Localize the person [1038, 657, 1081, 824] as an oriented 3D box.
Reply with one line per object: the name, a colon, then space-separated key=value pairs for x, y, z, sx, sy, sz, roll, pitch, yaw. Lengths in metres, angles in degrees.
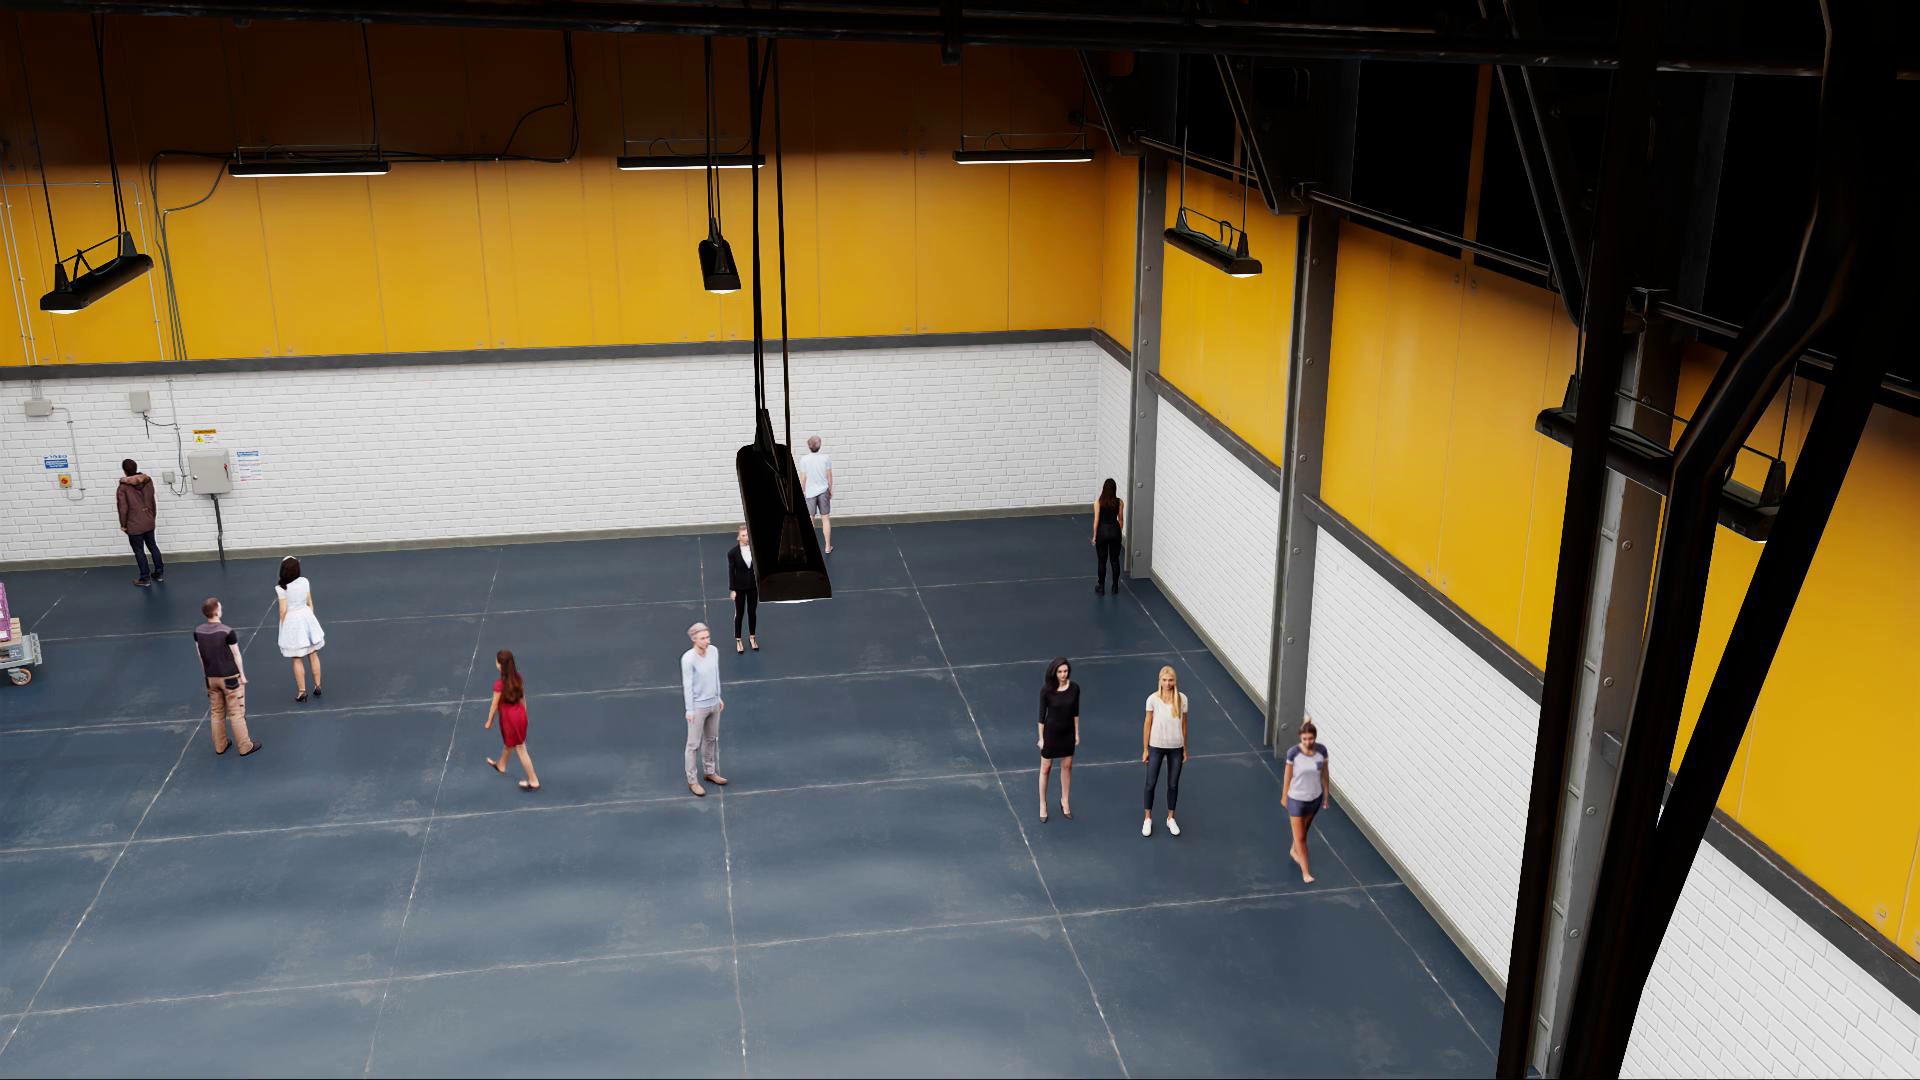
person: x=1.014 y=2.032 z=17.059 sx=0.589 sy=1.805 sz=0.502 roll=-4 pitch=19 yaw=-12

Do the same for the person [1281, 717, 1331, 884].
person: x=3.305 y=2.463 z=16.118 sx=0.609 sy=1.588 sz=0.970 roll=-4 pitch=19 yaw=-12

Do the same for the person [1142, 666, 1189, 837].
person: x=2.072 y=2.116 z=16.802 sx=0.635 sy=1.808 sz=0.531 roll=-1 pitch=19 yaw=-3

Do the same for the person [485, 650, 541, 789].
person: x=-4.734 y=1.950 z=17.772 sx=1.008 sy=1.506 sz=1.037 roll=9 pitch=21 yaw=25

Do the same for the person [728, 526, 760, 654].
person: x=-2.749 y=0.624 z=21.396 sx=0.673 sy=1.705 sz=0.625 roll=-9 pitch=21 yaw=-26

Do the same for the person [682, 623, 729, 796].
person: x=-2.744 y=1.762 z=17.722 sx=0.791 sy=1.892 sz=0.744 roll=14 pitch=23 yaw=36

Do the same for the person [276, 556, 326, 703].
person: x=-7.909 y=1.067 z=19.915 sx=0.906 sy=1.812 sz=0.854 roll=17 pitch=25 yaw=41

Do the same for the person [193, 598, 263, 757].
person: x=-8.222 y=1.515 z=18.536 sx=0.762 sy=1.841 sz=0.732 roll=4 pitch=19 yaw=12

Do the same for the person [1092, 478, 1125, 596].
person: x=2.088 y=-0.057 z=23.445 sx=0.593 sy=1.688 sz=0.535 roll=-3 pitch=19 yaw=-8

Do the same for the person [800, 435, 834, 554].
person: x=-2.165 y=-0.689 z=25.097 sx=0.656 sy=1.832 sz=0.559 roll=-2 pitch=19 yaw=-7

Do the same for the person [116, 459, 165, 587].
person: x=-11.753 y=-0.265 z=23.818 sx=0.932 sy=1.845 sz=0.836 roll=9 pitch=21 yaw=25
